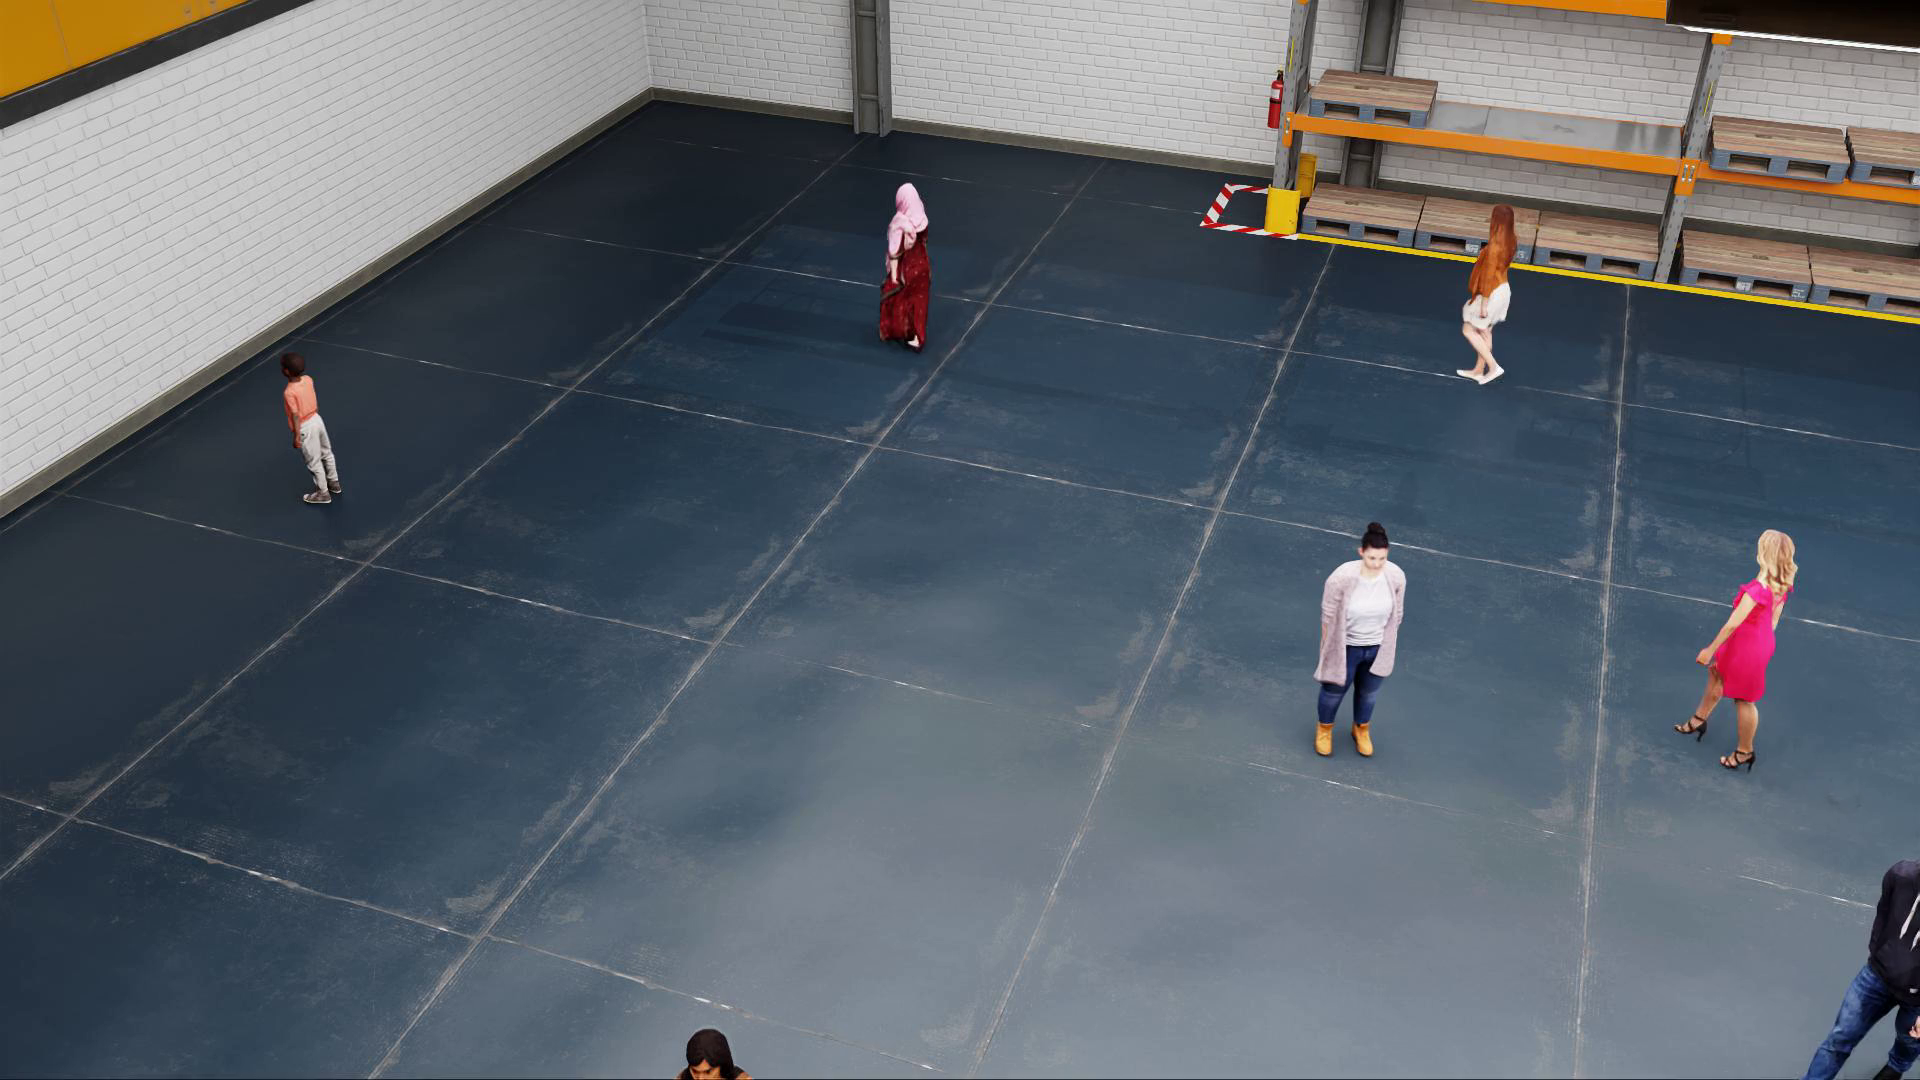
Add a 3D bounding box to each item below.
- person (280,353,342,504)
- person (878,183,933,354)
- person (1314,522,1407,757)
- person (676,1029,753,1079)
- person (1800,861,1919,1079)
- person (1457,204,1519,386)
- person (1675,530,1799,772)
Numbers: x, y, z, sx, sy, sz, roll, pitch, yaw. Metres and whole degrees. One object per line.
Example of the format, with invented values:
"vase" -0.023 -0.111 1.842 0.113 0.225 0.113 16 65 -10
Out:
"person" -5.190 -0.904 13.261 0.478 1.310 0.484 10 35 14
"person" -0.428 -2.480 15.357 0.854 1.616 0.947 -22 40 -30
"person" 2.530 0.622 10.576 0.709 1.743 0.834 -2 34 -2
"person" -1.061 2.768 7.395 0.569 1.689 0.699 -2 34 -2
"person" 4.731 2.149 8.199 1.172 1.831 1.214 -21 39 -28
"person" 4.777 -2.139 14.760 0.851 1.708 0.770 29 43 36
"person" 5.030 0.747 10.420 0.878 1.707 0.765 27 42 34
